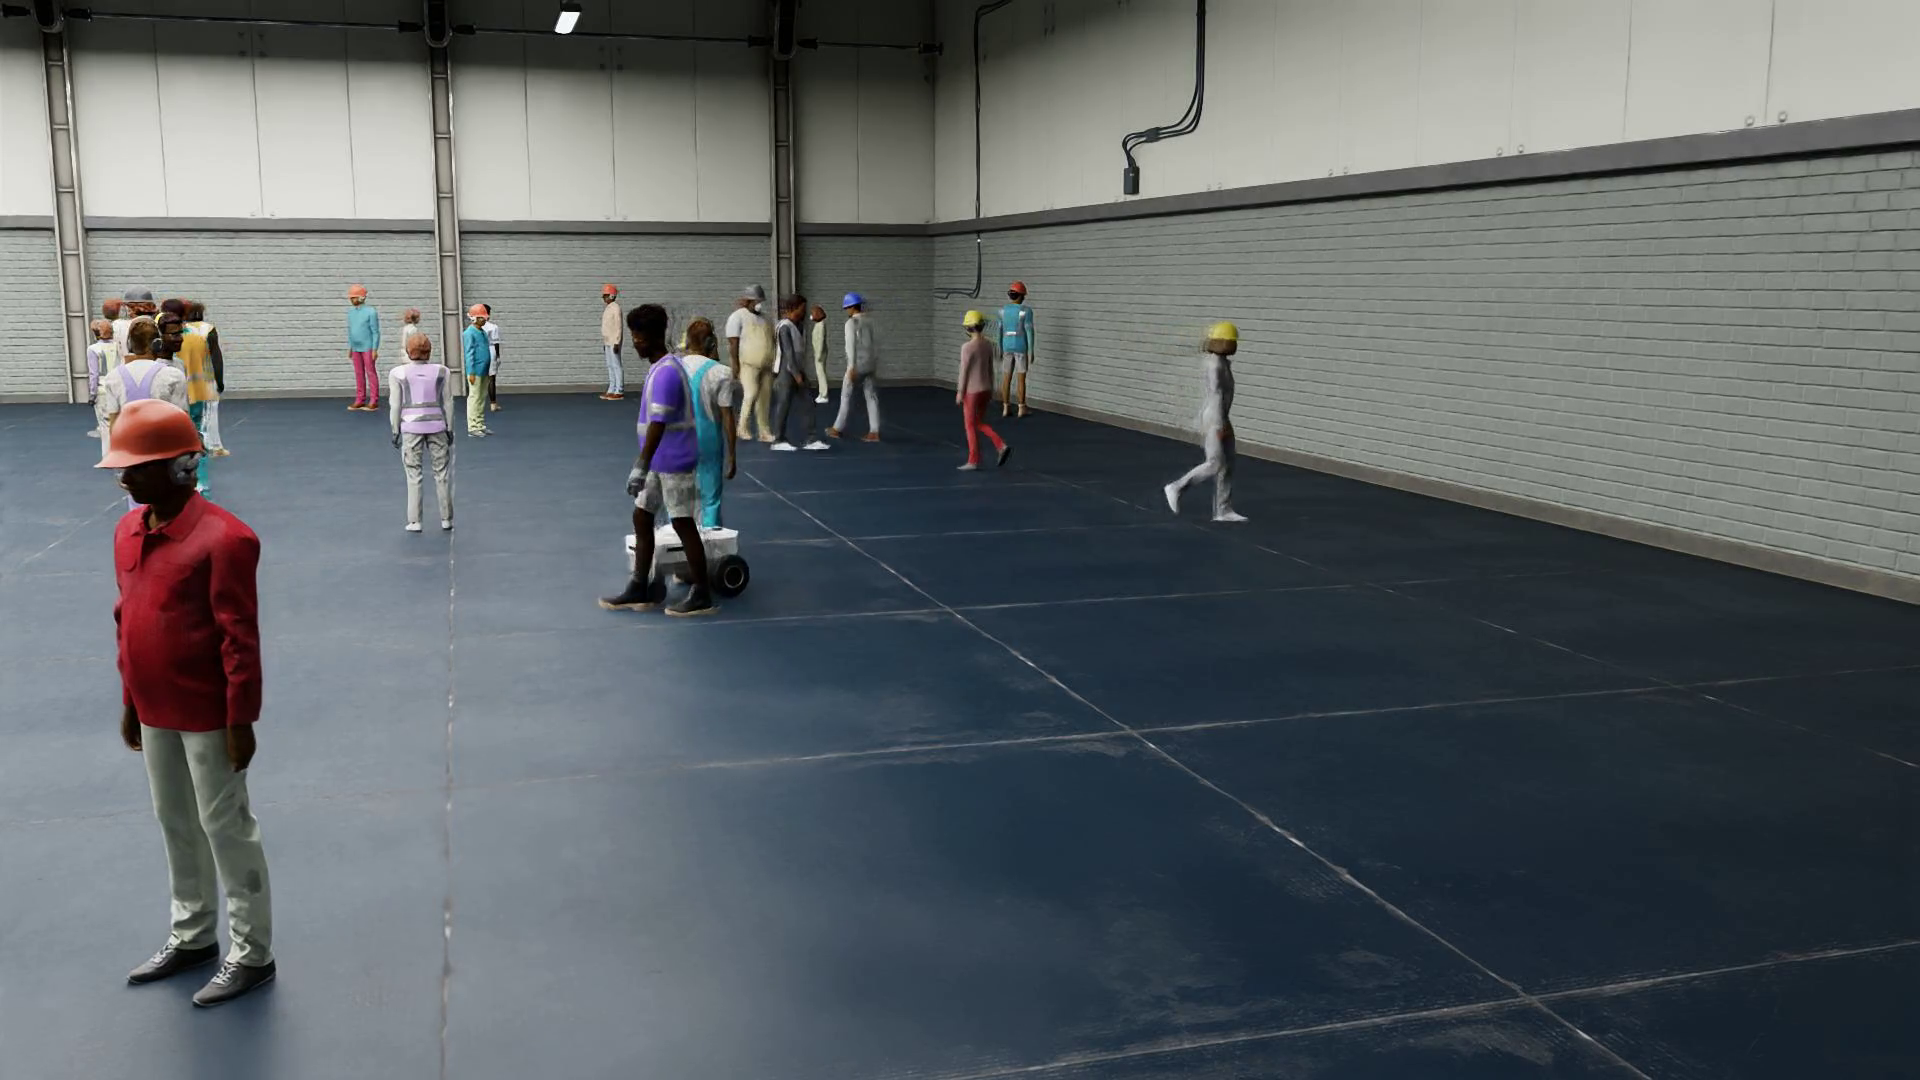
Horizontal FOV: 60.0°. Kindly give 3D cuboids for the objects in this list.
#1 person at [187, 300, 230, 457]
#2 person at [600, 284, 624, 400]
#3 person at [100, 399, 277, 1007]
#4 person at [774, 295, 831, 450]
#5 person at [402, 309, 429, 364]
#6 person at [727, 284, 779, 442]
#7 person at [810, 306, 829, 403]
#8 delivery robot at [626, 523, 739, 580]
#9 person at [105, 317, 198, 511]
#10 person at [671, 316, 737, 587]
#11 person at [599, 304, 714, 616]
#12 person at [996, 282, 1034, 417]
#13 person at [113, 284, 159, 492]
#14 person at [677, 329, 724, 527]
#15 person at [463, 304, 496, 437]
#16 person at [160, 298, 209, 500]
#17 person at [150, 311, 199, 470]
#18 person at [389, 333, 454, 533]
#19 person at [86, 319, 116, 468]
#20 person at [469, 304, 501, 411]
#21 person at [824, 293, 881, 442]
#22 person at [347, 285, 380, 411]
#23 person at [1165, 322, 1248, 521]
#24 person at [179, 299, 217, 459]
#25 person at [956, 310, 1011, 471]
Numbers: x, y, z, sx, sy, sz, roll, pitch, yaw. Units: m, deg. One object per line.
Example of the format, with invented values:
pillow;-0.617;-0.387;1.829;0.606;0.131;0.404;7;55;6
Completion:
person;-8.877;-1.875;19.407;0.624;1.844;0.429;1;9;5
person;-6.019;-3.418;28.757;0.380;1.995;0.611;-6;10;-32
person;-2.247;0.464;4.797;0.573;1.743;0.352;5;10;30
person;-1.921;-2.003;20.082;0.824;1.885;0.595;4;10;22
person;-8.265;-2.687;25.236;0.365;1.634;0.529;-4;10;-26
person;-2.581;-2.251;21.167;0.705;2.000;0.542;-9;12;-44
person;-2.372;-3.124;28.065;0.286;1.626;0.510;-3;9;-16
delivery robot;-1.812;0.055;10.868;0.707;0.478;0.477;-7;11;-38
person;-5.063;-0.473;10.463;0.506;1.841;0.346;0;9;-3
person;-1.757;-0.588;11.225;0.524;1.834;0.355;2;9;12
person;-1.899;-0.470;10.167;0.819;1.921;0.609;-2;9;-15
person;0.858;-2.883;25.191;0.613;2.041;0.393;5;10;29
person;-7.988;-1.483;16.268;0.536;2.000;0.688;2;9;12
person;-1.947;-0.731;12.446;0.342;1.738;0.499;-3;10;-21
person;-6.366;-2.250;22.073;0.343;1.749;0.572;1;9;7
person;-7.066;-1.230;15.084;0.465;1.900;0.636;2;9;12
person;-5.409;-0.630;11.414;0.326;1.863;0.506;1;9;9
person;-4.420;-0.879;13.685;0.515;1.640;0.315;-5;10;-28
person;-9.394;-1.607;18.337;0.306;1.639;0.524;2;9;14
person;-7.503;-2.875;26.272;0.534;1.690;0.321;2;9;13
person;-1.370;-2.210;21.358;0.961;1.893;0.622;6;11;35
person;-9.463;-3.036;26.338;0.612;1.990;0.392;5;10;28
person;2.137;-1.009;14.245;0.623;1.719;0.485;3;10;21
person;-8.812;-1.815;18.988;0.366;1.860;0.697;0;9;-1
person;0.223;-1.598;17.948;0.504;1.748;0.525;6;11;33
